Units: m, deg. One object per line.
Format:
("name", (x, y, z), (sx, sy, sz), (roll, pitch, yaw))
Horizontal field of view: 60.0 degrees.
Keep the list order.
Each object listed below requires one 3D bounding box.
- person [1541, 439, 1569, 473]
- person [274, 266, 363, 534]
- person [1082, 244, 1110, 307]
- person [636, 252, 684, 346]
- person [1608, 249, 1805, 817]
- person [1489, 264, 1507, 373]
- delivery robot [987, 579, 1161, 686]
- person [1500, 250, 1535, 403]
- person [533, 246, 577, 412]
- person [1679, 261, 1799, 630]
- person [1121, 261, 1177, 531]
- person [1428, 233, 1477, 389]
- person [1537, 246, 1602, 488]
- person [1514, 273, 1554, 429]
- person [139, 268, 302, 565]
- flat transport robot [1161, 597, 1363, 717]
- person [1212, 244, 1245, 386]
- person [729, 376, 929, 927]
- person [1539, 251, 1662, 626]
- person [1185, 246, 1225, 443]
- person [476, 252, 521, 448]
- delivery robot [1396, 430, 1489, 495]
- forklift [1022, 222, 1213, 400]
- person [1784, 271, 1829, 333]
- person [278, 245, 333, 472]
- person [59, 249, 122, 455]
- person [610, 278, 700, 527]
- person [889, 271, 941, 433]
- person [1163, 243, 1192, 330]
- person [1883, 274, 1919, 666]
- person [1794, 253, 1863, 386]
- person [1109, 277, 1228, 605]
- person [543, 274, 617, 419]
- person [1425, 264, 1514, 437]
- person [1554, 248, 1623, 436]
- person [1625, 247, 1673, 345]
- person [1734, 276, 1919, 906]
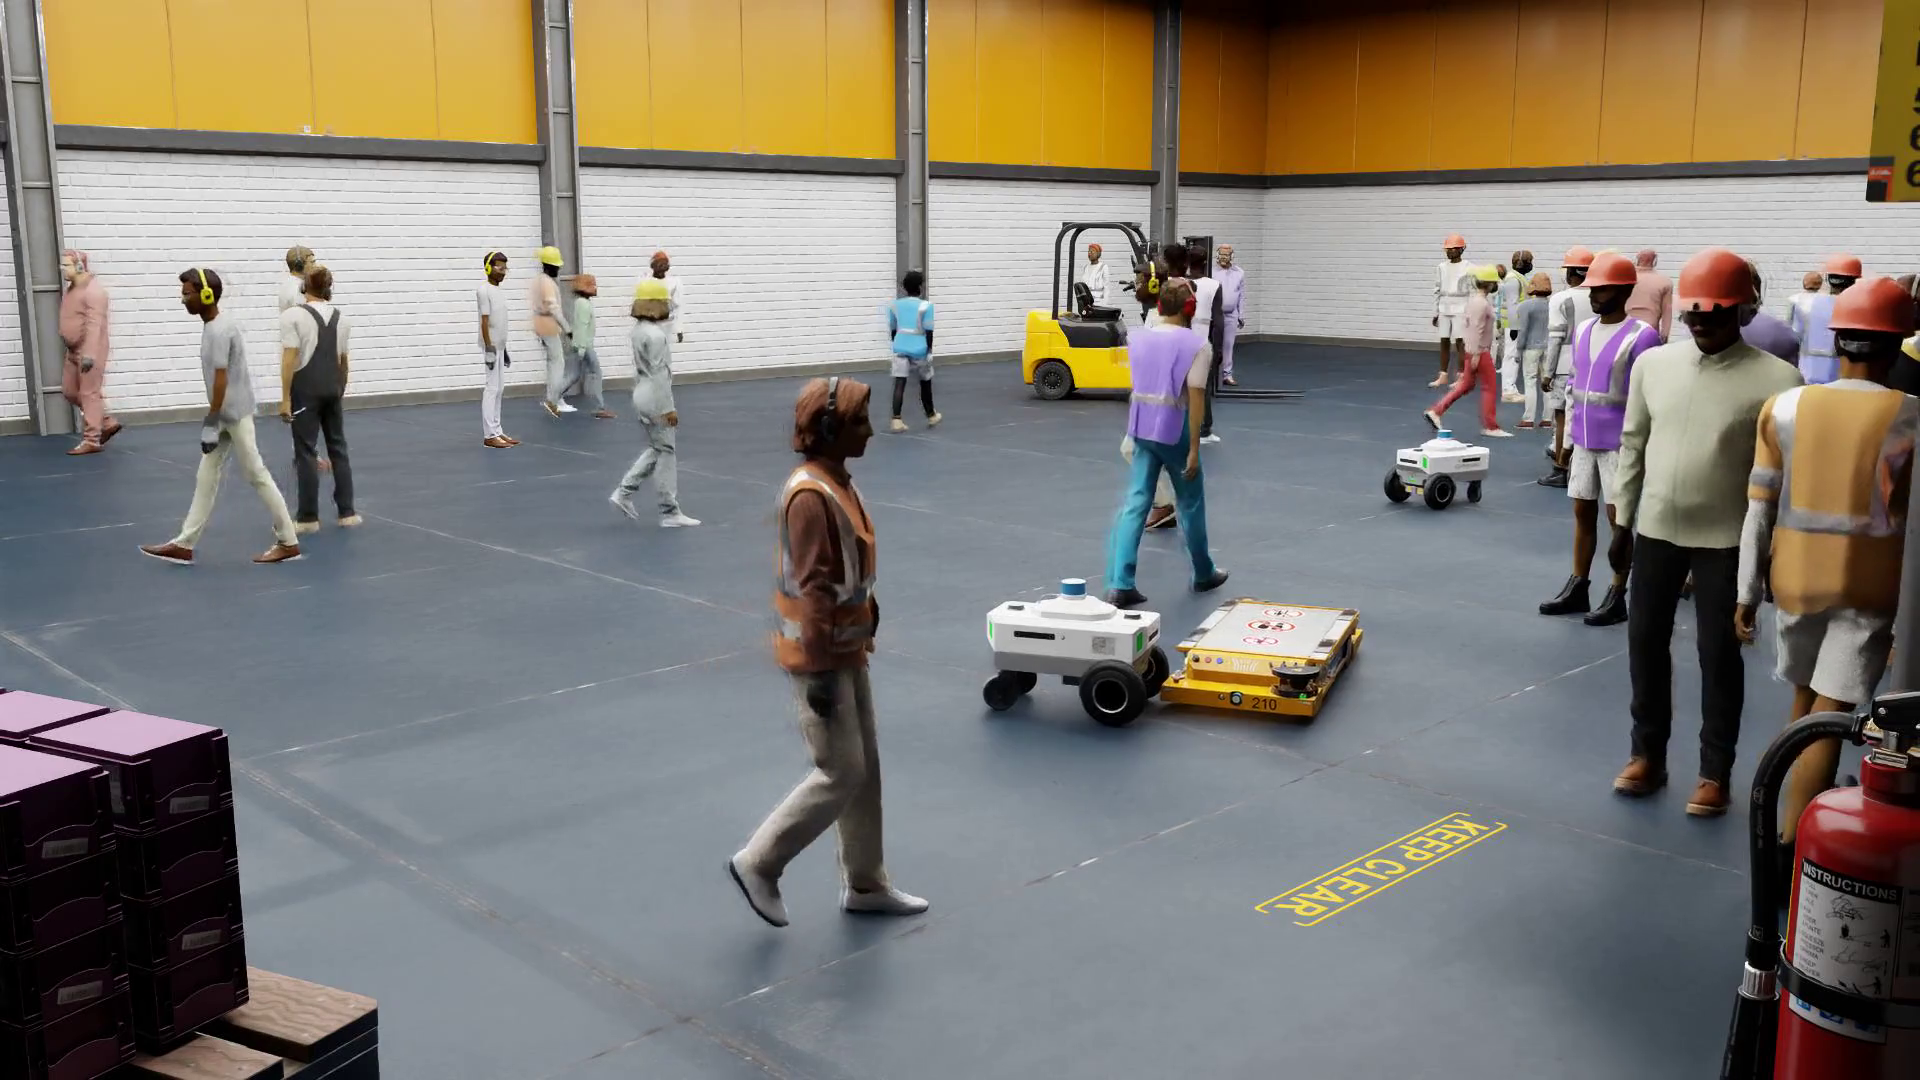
("person", (5.215, -1.437, 14.035), (0.410, 1.805, 0.595), (1, 10, 7))
("person", (-4.412, -0.942, 11.326), (0.350, 1.813, 0.649), (7, 12, 33))
("person", (2.107, -3.716, 26.235), (0.351, 1.884, 0.581), (-9, 14, -40))
("person", (-3.670, -2.597, 20.329), (0.588, 1.806, 1.022), (-2, 11, -9))
("person", (2.595, -0.019, 5.834), (0.452, 1.971, 0.635), (-10, 14, -43))
("person", (7.847, -3.222, 24.302), (0.507, 1.606, 0.578), (3, 11, 17))
("delivery robot", (0.483, 0.409, 7.111), (0.707, 0.478, 0.477), (4, 11, 20))
("person", (6.804, -2.603, 20.282), (0.429, 1.841, 0.634), (5, 12, 25))
("person", (-4.615, -2.397, 19.015), (0.494, 1.897, 0.626), (-3, 11, -17))
("person", (4.018, -0.521, 8.840), (0.653, 1.868, 1.041), (-2, 11, -12))
("person", (1.321, -0.970, 11.369), (0.447, 1.851, 0.509), (2, 11, 11))
("person", (6.477, -2.998, 21.883), (0.394, 2.042, 0.611), (-8, 13, -37))
("person", (4.921, -1.381, 13.359), (0.542, 1.938, 0.357), (-3, 11, -16))
("person", (6.052, -1.978, 17.440), (0.501, 1.632, 0.280), (-3, 11, -14))
("person", (-4.539, -0.725, 10.105), (0.968, 1.813, 0.523), (-6, 12, -30))
("flat transport robot", (1.417, 0.504, 7.622), (0.652, 0.197, 1.431), (4, 11, 21))
("person", (3.534, -3.013, 22.354), (0.642, 1.905, 0.401), (-2, 11, -13))
("person", (-0.376, 0.341, 4.805), (0.514, 1.625, 0.553), (1, 10, 8))
("person", (3.347, -0.522, 8.667), (0.375, 1.939, 0.546), (-5, 11, -25))
("person", (2.287, -1.895, 16.214), (0.592, 1.920, 0.392), (6, 12, 29))
("person", (-4.439, -1.817, 15.938), (0.327, 1.865, 0.518), (0, 10, 1))
("delivery robot", (3.647, -0.588, 12.548), (0.707, 0.478, 0.477), (-6, 12, -28))
("forklift", (1.935, -2.847, 20.651), (2.313, 2.155, 1.214), (2, 11, 13))
("person", (9.683, -2.257, 18.999), (0.520, 1.623, 0.475), (5, 11, 25))
("person", (-5.641, -1.554, 14.295), (0.377, 1.940, 0.627), (-6, 12, -28))
("person", (-8.134, -1.744, 15.450), (0.671, 1.895, 0.505), (9, 13, 39))
("person", (-2.108, -0.938, 11.498), (0.522, 1.734, 0.502), (-5, 11, -24))
("person", (-0.480, -1.952, 17.241), (0.551, 1.644, 0.861), (5, 11, 24))
("person", (1.974, -1.755, 15.342), (0.419, 1.952, 0.643), (-5, 12, -27))
("person", (4.439, -0.326, 7.865), (0.624, 1.845, 0.429), (-9, 14, -41))
("person", (6.588, -1.224, 12.641), (0.555, 1.899, 0.953), (10, 14, 42))
("person", (1.154, -0.543, 9.199), (0.567, 1.806, 0.967), (9, 14, 40))
("person", (-4.217, -2.125, 18.311), (0.755, 1.607, 0.491), (-5, 11, -25))
("person", (5.163, -1.909, 16.777), (0.815, 1.739, 0.522), (2, 11, 11))
("person", (5.611, -1.609, 14.659), (0.616, 1.913, 0.600), (-1, 10, -4))
("person", (7.767, -2.392, 19.008), (0.658, 1.893, 0.542), (6, 12, 28))
("person", (2.793, 0.139, 5.181), (0.962, 1.887, 0.573), (-9, 14, -42))
